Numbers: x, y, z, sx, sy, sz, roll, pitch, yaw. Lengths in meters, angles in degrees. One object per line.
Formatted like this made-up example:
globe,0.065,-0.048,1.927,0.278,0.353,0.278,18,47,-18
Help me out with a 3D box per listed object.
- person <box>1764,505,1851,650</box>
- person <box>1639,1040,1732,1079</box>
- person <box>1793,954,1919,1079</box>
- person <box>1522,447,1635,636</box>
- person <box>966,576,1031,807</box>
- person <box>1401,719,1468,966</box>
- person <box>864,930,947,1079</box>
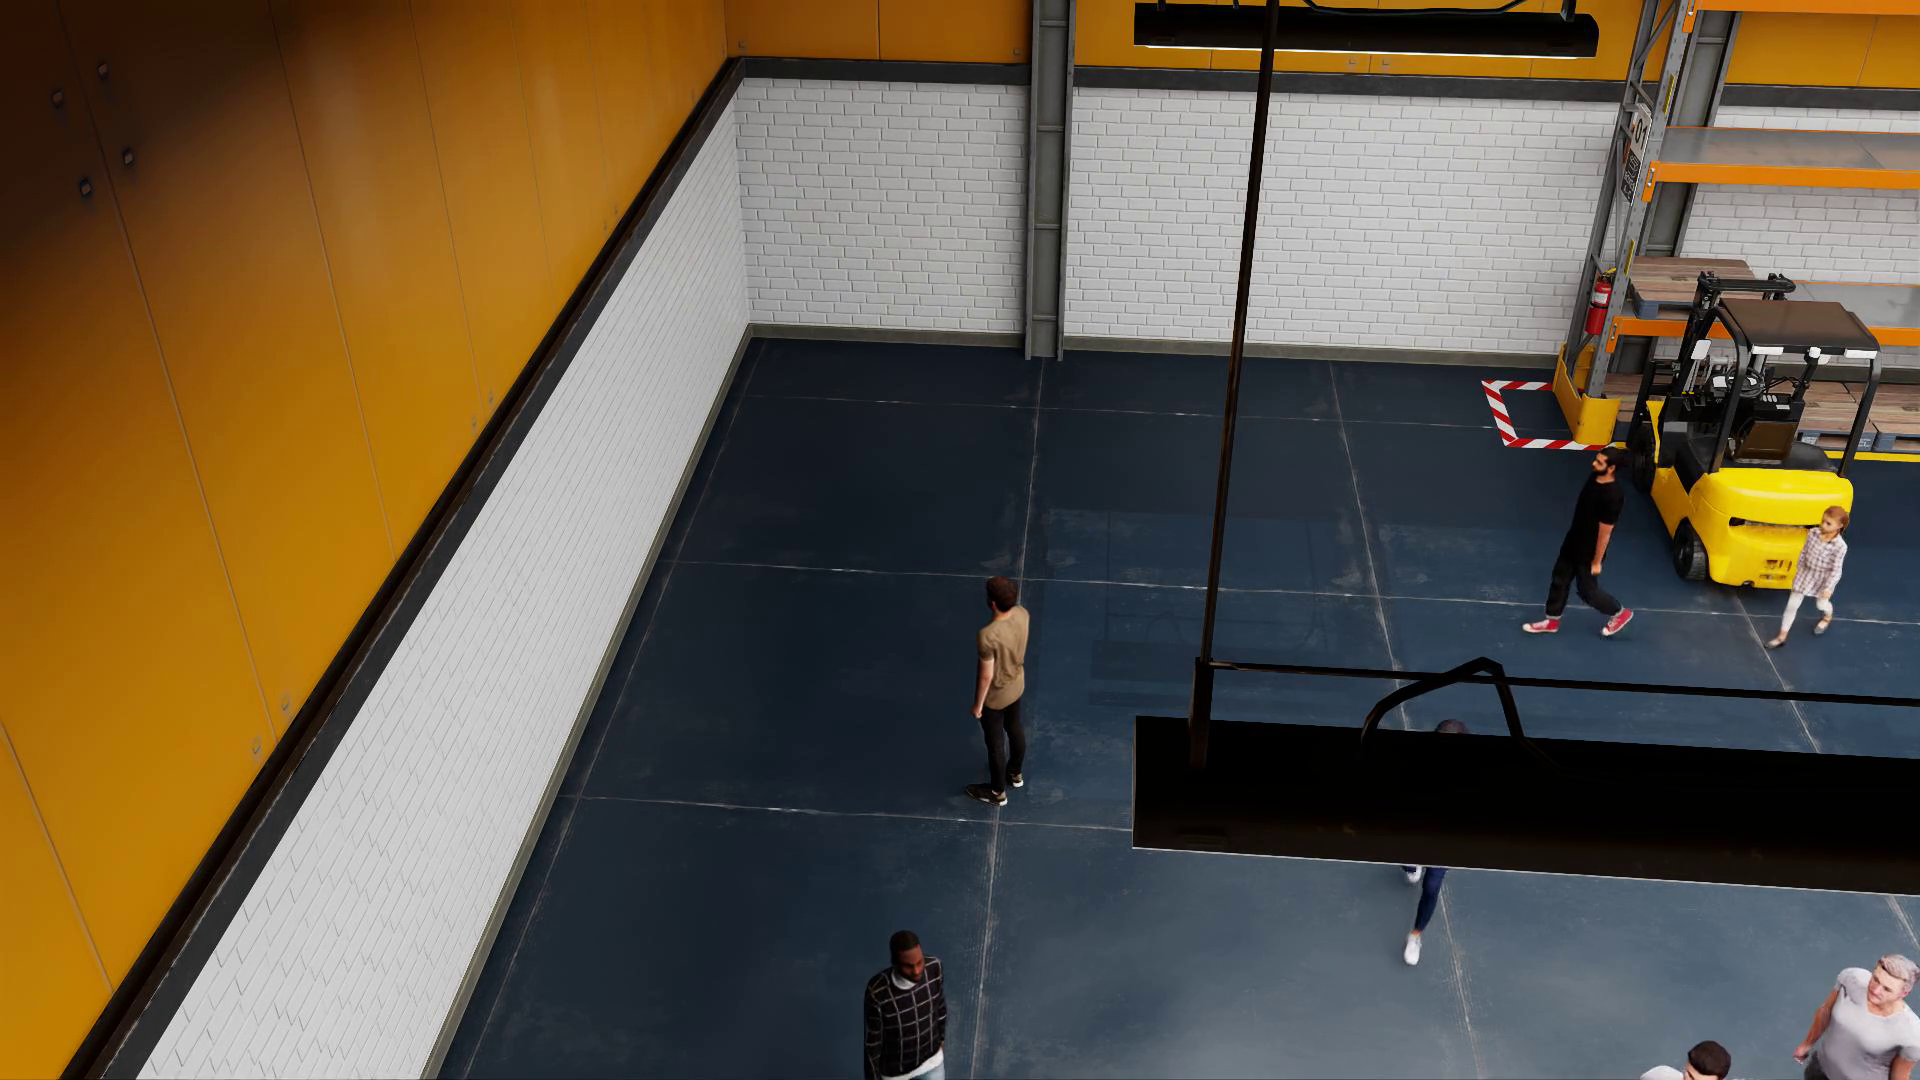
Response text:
person,6.798,0.274,13.101,1.020,1.281,0.868,-18,38,-25
person,3.566,3.114,8.316,1.167,1.849,1.138,-27,42,-34
person,4.764,2.810,8.811,1.139,1.807,0.953,-11,35,-17
person,4.998,0.046,13.032,1.062,1.738,0.691,0,34,0
person,0.283,1.025,11.456,0.756,1.852,0.749,22,40,30
person,2.951,1.771,10.429,1.073,1.747,0.809,10,35,14
person,-0.342,2.724,8.962,1.214,1.784,1.121,-14,36,-20
